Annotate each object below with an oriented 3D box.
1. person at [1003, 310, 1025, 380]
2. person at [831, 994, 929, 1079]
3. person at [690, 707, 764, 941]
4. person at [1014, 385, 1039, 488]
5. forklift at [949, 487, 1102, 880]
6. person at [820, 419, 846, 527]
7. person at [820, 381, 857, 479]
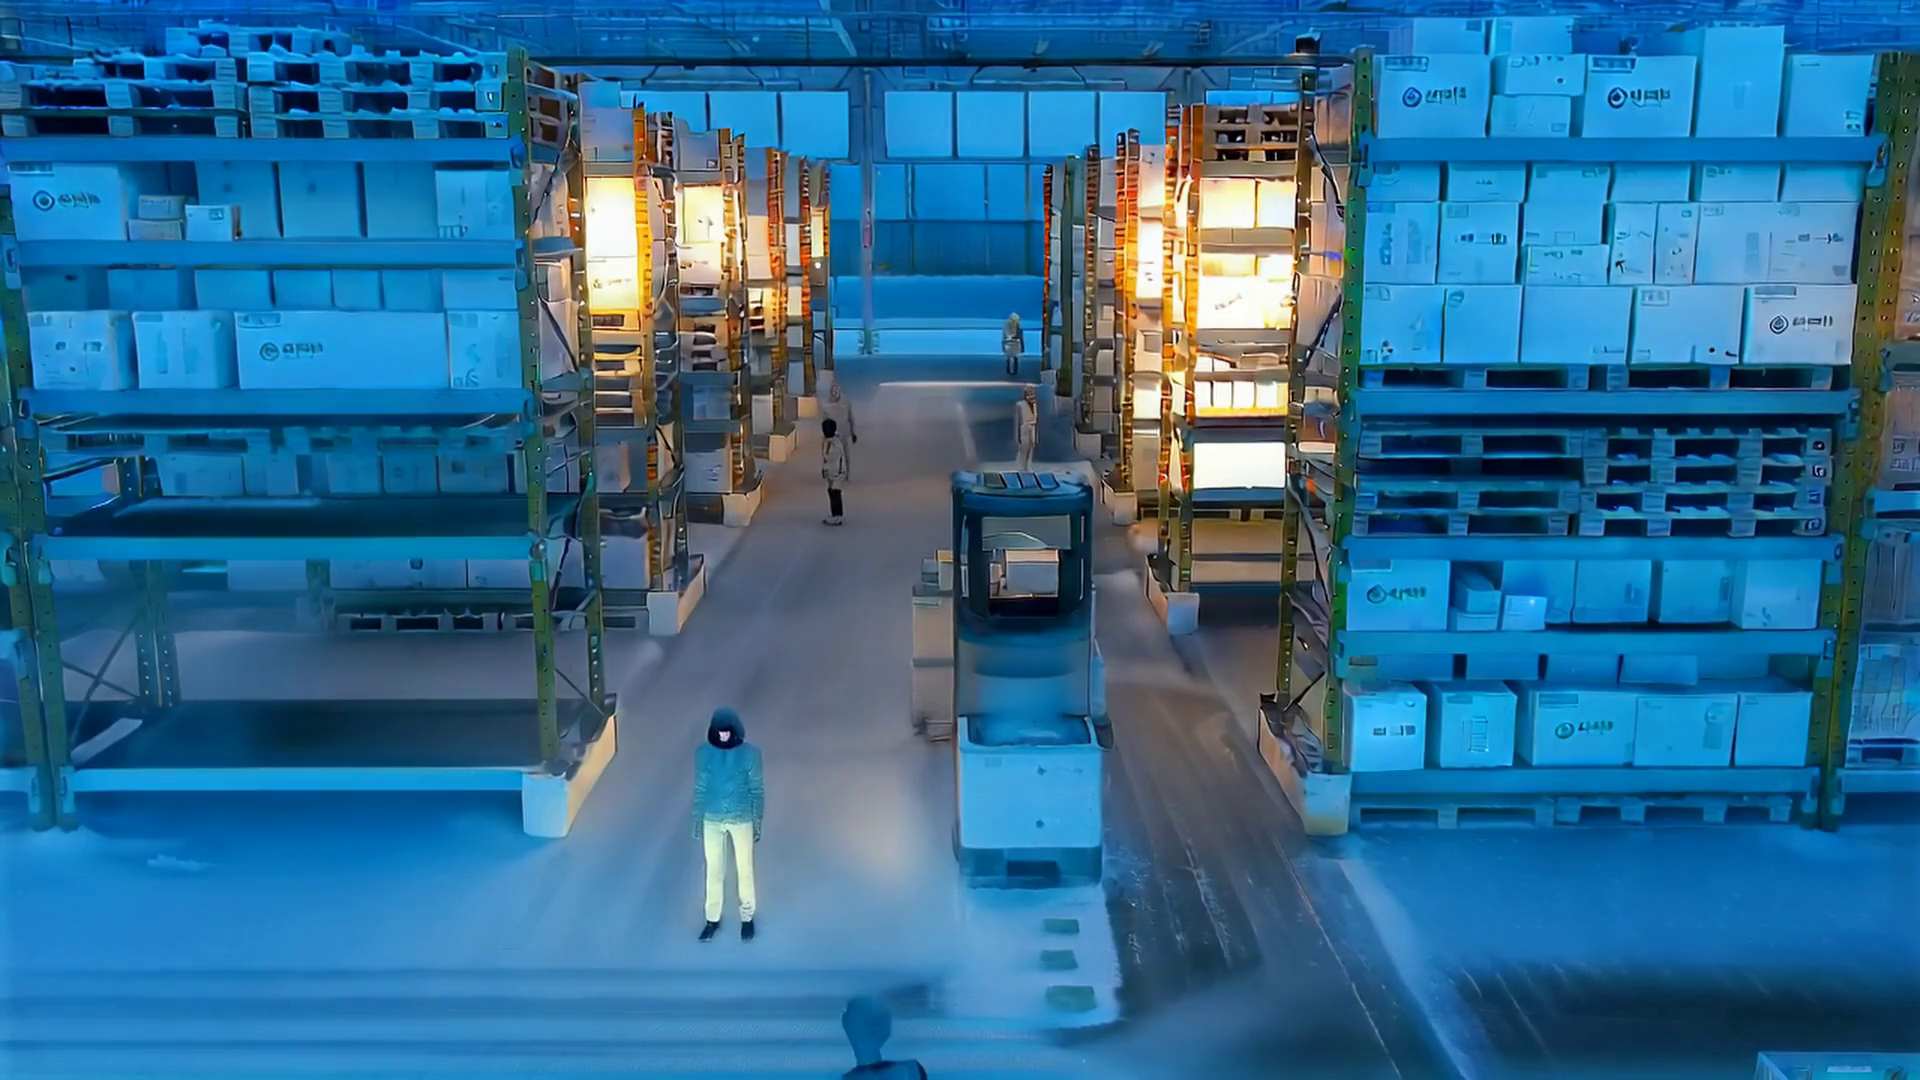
[{"bbox_3d":[1.548,-5.612,47.733,0.643,2.004,0.927,0,11,2],"label":"person"},{"bbox_3d":[-0.351,2.758,7.043,0.542,1.674,0.441,-6,13,-28],"label":"person"},{"bbox_3d":[-1.579,1.918,11.292,0.506,1.636,0.278,1,11,3],"label":"person"},{"bbox_3d":[1.164,-1.801,29.212,0.388,1.842,0.564,8,14,34],"label":"person"},{"bbox_3d":[0.495,0.986,12.813,1.129,2.768,1.873,0,11,-2],"label":"forklift"},{"bbox_3d":[-1.987,-1.057,25.920,0.353,1.684,0.565,-8,14,-36],"label":"person"},{"bbox_3d":[-2.174,-1.920,29.686,0.643,1.885,0.692,-2,12,-10],"label":"person"}]
